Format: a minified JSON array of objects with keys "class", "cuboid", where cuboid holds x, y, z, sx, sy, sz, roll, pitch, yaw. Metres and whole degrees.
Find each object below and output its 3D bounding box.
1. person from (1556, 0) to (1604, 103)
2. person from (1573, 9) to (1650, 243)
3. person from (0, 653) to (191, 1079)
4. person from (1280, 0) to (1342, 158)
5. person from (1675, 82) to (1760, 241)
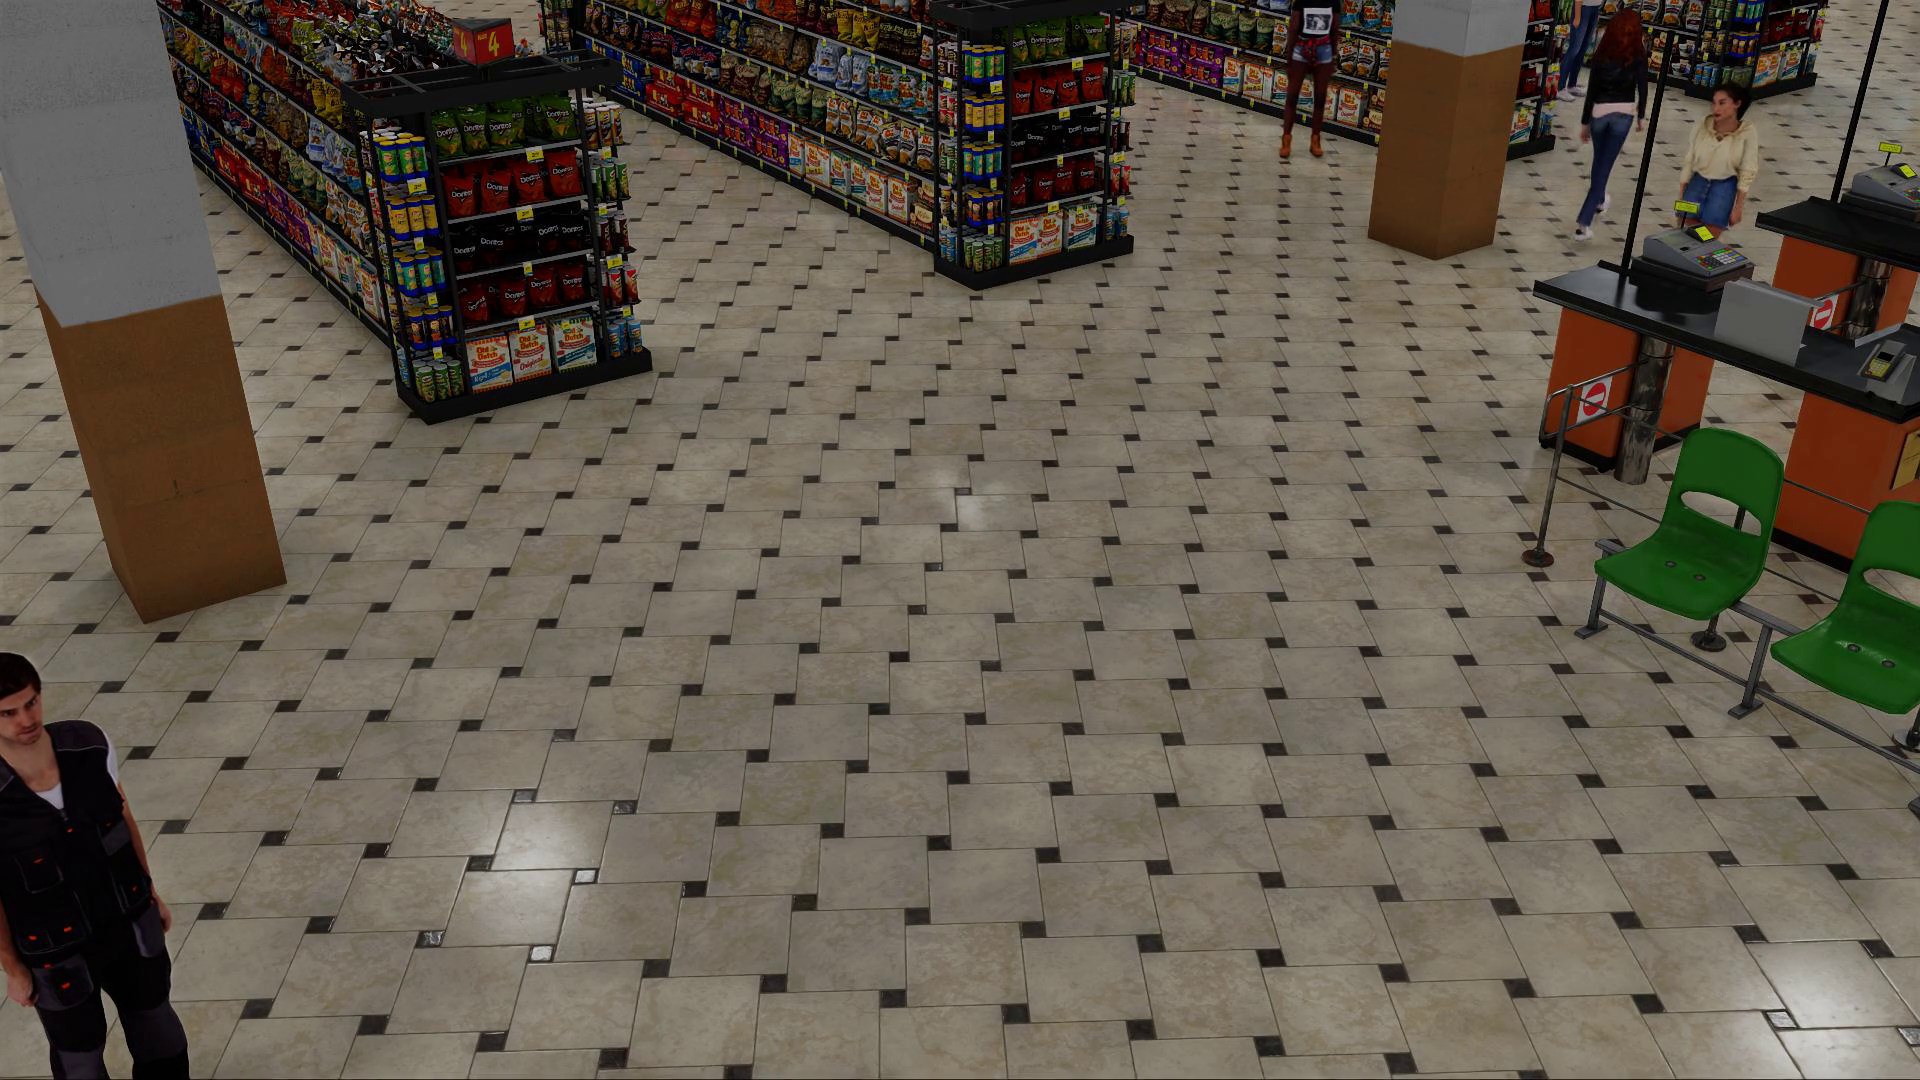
[{"class":"person","cuboid":[6.391,-5.398,17.031,0.643,1.718,0.576,-24,37,-37]},{"class":"person","cuboid":[5.022,-3.160,12.922,1.246,1.728,0.966,19,34,30]},{"class":"person","cuboid":[-2.617,1.130,4.939,0.702,1.849,0.727,18,33,29]},{"class":"person","cuboid":[3.201,-4.357,15.122,0.717,1.720,0.761,0,29,1]},{"class":"person","cuboid":[5.285,-2.402,11.647,0.621,1.619,0.778,22,36,35]}]
